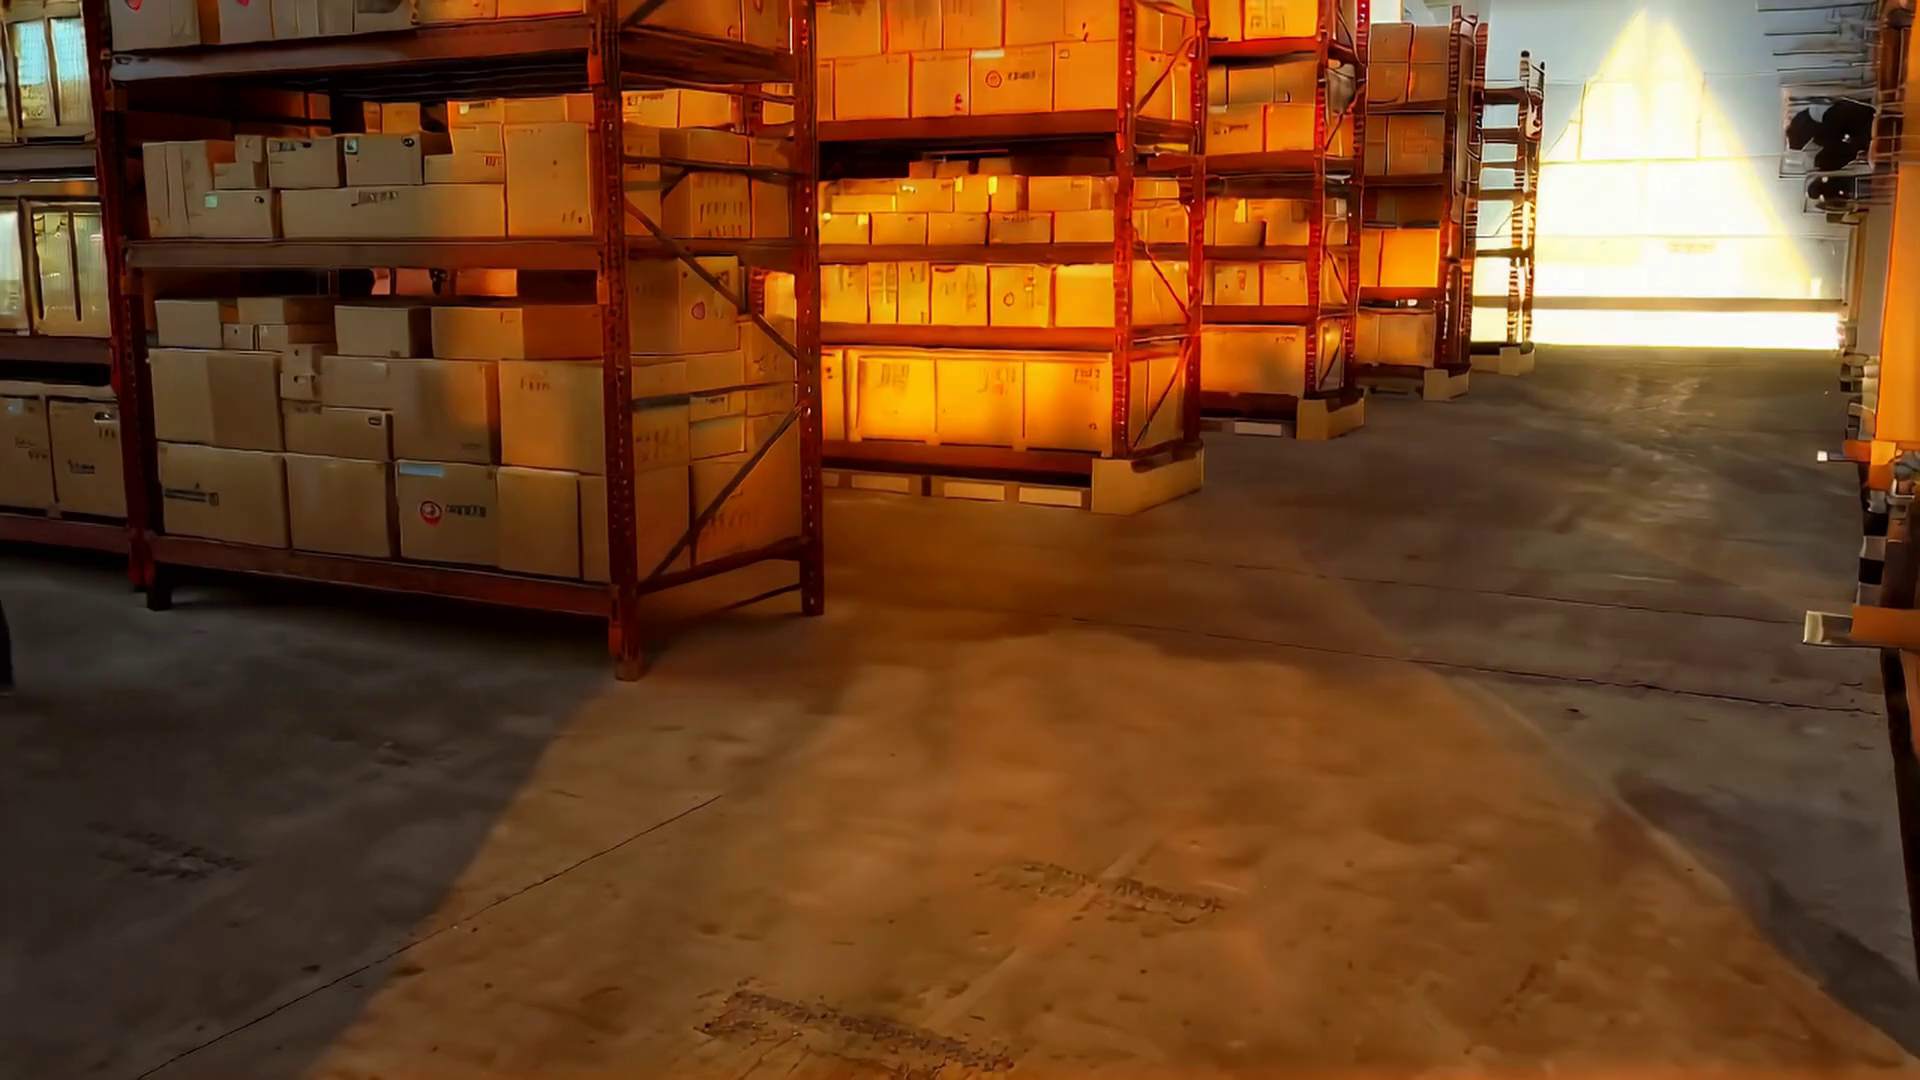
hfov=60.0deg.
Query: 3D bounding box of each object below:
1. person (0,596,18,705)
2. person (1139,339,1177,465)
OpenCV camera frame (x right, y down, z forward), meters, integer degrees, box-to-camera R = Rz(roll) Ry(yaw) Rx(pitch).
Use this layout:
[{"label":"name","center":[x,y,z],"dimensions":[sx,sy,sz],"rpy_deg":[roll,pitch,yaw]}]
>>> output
[{"label":"person","center":[-5.354,-0.113,8.642],"dimensions":[1.031,1.928,0.636],"rpy_deg":[5,11,25]},{"label":"person","center":[2.098,-1.699,18.180],"dimensions":[0.619,1.803,0.588],"rpy_deg":[5,11,29]}]
